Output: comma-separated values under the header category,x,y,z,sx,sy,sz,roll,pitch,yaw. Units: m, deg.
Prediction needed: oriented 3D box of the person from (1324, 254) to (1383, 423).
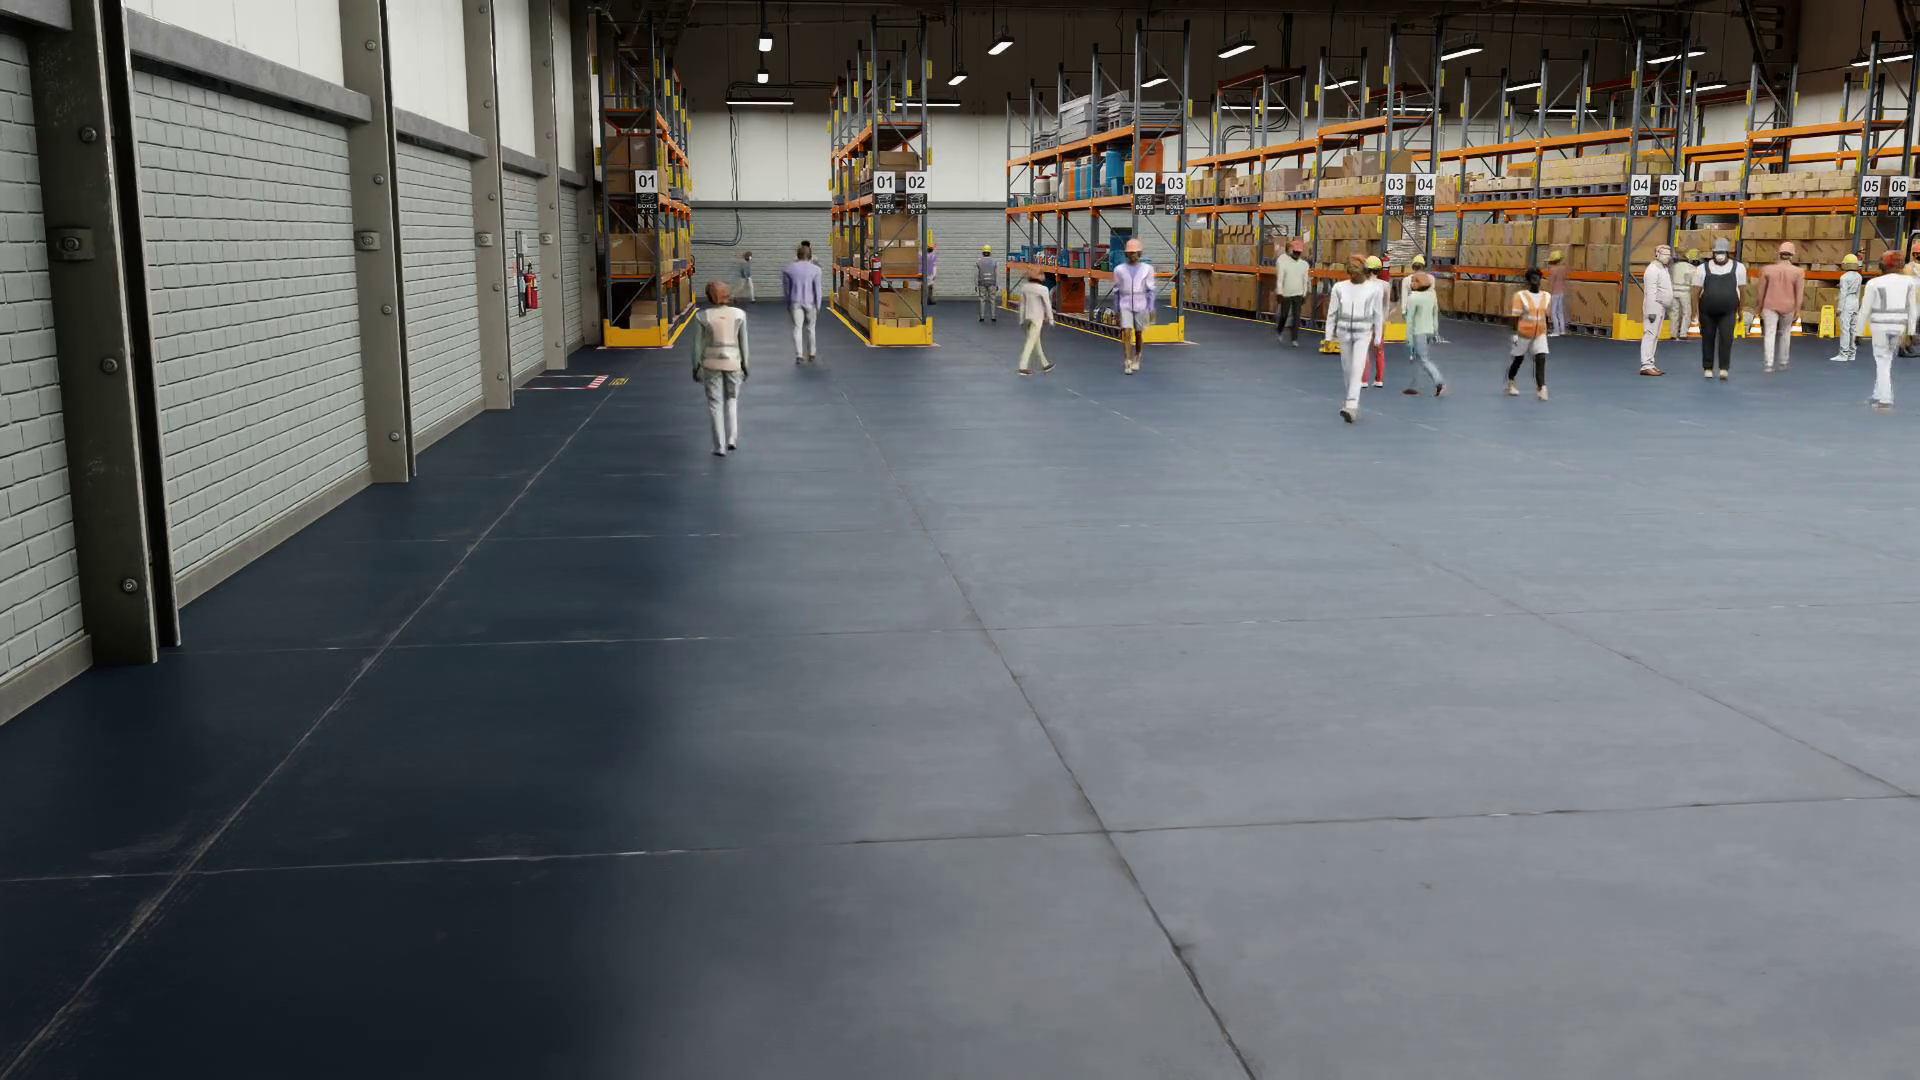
category,x,y,z,sx,sy,sz,roll,pitch,yaw
person,4.341,-2.225,18.376,0.582,1.825,1.027,6,12,28

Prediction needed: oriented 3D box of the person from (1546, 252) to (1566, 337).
category,x,y,z,sx,sy,sz,roll,pitch,yaw
person,12.087,-4.978,33.759,0.627,1.722,0.328,-9,14,-41

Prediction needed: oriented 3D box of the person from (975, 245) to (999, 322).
category,x,y,z,sx,sy,sz,roll,pitch,yaw
person,0.640,-6.094,39.566,0.587,1.835,0.404,0,10,0

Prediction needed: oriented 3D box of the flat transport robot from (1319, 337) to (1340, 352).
category,x,y,z,sx,sy,sz,roll,pitch,yaw
flat transport robot,6.767,-3.438,29.297,0.652,0.197,1.431,4,11,21

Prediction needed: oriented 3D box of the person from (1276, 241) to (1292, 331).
category,x,y,z,sx,sy,sz,roll,pitch,yaw
person,7.092,-5.491,35.999,0.627,1.933,0.356,-8,13,-36

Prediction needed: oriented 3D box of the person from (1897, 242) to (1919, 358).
category,x,y,z,sx,sy,sz,roll,pitch,yaw
person,16.088,-4.039,28.022,0.545,1.938,0.361,-8,13,-38

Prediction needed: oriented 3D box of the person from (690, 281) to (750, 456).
category,x,y,z,sx,sy,sz,roll,pitch,yaw
person,-2.250,-1.600,15.520,0.534,1.618,0.525,-4,11,-22

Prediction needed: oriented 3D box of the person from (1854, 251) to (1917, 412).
category,x,y,z,sx,sy,sz,roll,pitch,yaw
person,10.806,-2.455,19.543,0.618,1.855,0.816,0,10,-2

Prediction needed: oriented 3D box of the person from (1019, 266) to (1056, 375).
category,x,y,z,sx,sy,sz,roll,pitch,yaw
person,1.165,-3.241,24.592,0.869,1.582,0.516,-9,14,-41

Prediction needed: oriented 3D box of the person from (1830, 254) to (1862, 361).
category,x,y,z,sx,sy,sz,roll,pitch,yaw
person,14.562,-3.812,27.308,0.486,1.744,0.311,-5,12,-28

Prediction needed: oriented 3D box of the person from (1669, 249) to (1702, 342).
category,x,y,z,sx,sy,sz,roll,pitch,yaw
person,13.999,-4.715,32.160,0.403,1.786,0.664,-4,11,-23

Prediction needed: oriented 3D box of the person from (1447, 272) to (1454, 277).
category,x,y,z,sx,sy,sz,roll,pitch,yaw
person,14.934,-8.139,50.798,0.934,1.825,0.522,-2,11,-11

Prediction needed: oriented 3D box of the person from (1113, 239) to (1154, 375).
category,x,y,z,sx,sy,sz,roll,pitch,yaw
person,2.589,-3.489,24.834,0.612,2.010,1.007,1,10,8

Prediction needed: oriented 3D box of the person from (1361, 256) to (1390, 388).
category,x,y,z,sx,sy,sz,roll,pitch,yaw
person,5.527,-2.923,22.363,0.525,1.772,0.306,-4,11,-21

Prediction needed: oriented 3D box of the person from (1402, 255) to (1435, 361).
category,x,y,z,sx,sy,sz,roll,pitch,yaw
person,7.414,-3.752,26.984,0.531,1.740,0.736,5,12,27

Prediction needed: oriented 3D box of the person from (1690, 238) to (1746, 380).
category,x,y,z,sx,sy,sz,roll,pitch,yaw
person,10.772,-3.298,23.673,0.700,2.000,0.937,5,11,25

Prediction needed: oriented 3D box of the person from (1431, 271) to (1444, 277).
category,x,y,z,sx,sy,sz,roll,pitch,yaw
person,13.807,-7.738,48.387,0.592,1.910,0.433,7,12,34

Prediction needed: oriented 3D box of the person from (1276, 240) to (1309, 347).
category,x,y,z,sx,sy,sz,roll,pitch,yaw
person,6.170,-4.593,30.972,0.623,1.967,0.658,0,10,-2

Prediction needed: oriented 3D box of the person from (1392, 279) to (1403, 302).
category,x,y,z,sx,sy,sz,roll,pitch,yaw
person,10.339,-5.896,38.439,0.646,1.853,1.010,0,10,0

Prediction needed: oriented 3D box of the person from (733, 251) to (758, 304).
category,x,y,z,sx,sy,sz,roll,pitch,yaw
person,-6.537,-7.965,50.484,0.837,1.593,0.497,8,13,36

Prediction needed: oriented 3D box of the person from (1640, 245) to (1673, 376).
category,x,y,z,sx,sy,sz,roll,pitch,yaw
person,10.254,-3.370,24.453,0.401,1.905,0.642,7,12,34

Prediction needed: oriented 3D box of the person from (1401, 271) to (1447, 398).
category,x,y,z,sx,sy,sz,roll,pitch,yaw
person,5.922,-2.606,21.118,0.502,1.600,0.774,-7,13,-35

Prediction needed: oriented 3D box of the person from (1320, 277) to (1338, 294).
category,x,y,z,sx,sy,sz,roll,pitch,yaw
person,10.432,-7.475,46.943,0.609,1.909,0.466,-1,10,-5

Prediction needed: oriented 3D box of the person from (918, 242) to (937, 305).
category,x,y,z,sx,sy,sz,roll,pitch,yaw
person,-1.046,-7.899,49.359,0.704,1.889,0.375,-1,10,-4

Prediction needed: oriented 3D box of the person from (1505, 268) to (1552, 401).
category,x,y,z,sx,sy,sz,roll,pitch,yaw
person,7.154,-2.598,20.929,0.536,1.658,0.891,-1,10,-7

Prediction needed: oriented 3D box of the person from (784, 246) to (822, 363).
category,x,y,z,sx,sy,sz,roll,pitch,yaw
person,-2.526,-3.802,26.887,0.632,1.889,1.009,0,10,0

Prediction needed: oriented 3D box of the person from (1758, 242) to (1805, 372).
category,x,y,z,sx,sy,sz,roll,pitch,yaw
person,12.382,-3.510,25.117,0.608,1.943,1.030,5,12,26

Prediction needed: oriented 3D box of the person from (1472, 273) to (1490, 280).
category,x,y,z,sx,sy,sz,roll,pitch,yaw
person,15.706,-8.008,49.883,0.674,1.894,0.434,3,11,15

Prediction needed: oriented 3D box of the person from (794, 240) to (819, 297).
category,x,y,z,sx,sy,sz,roll,pitch,yaw
person,-3.713,-6.288,40.293,0.634,1.952,0.611,2,10,9
